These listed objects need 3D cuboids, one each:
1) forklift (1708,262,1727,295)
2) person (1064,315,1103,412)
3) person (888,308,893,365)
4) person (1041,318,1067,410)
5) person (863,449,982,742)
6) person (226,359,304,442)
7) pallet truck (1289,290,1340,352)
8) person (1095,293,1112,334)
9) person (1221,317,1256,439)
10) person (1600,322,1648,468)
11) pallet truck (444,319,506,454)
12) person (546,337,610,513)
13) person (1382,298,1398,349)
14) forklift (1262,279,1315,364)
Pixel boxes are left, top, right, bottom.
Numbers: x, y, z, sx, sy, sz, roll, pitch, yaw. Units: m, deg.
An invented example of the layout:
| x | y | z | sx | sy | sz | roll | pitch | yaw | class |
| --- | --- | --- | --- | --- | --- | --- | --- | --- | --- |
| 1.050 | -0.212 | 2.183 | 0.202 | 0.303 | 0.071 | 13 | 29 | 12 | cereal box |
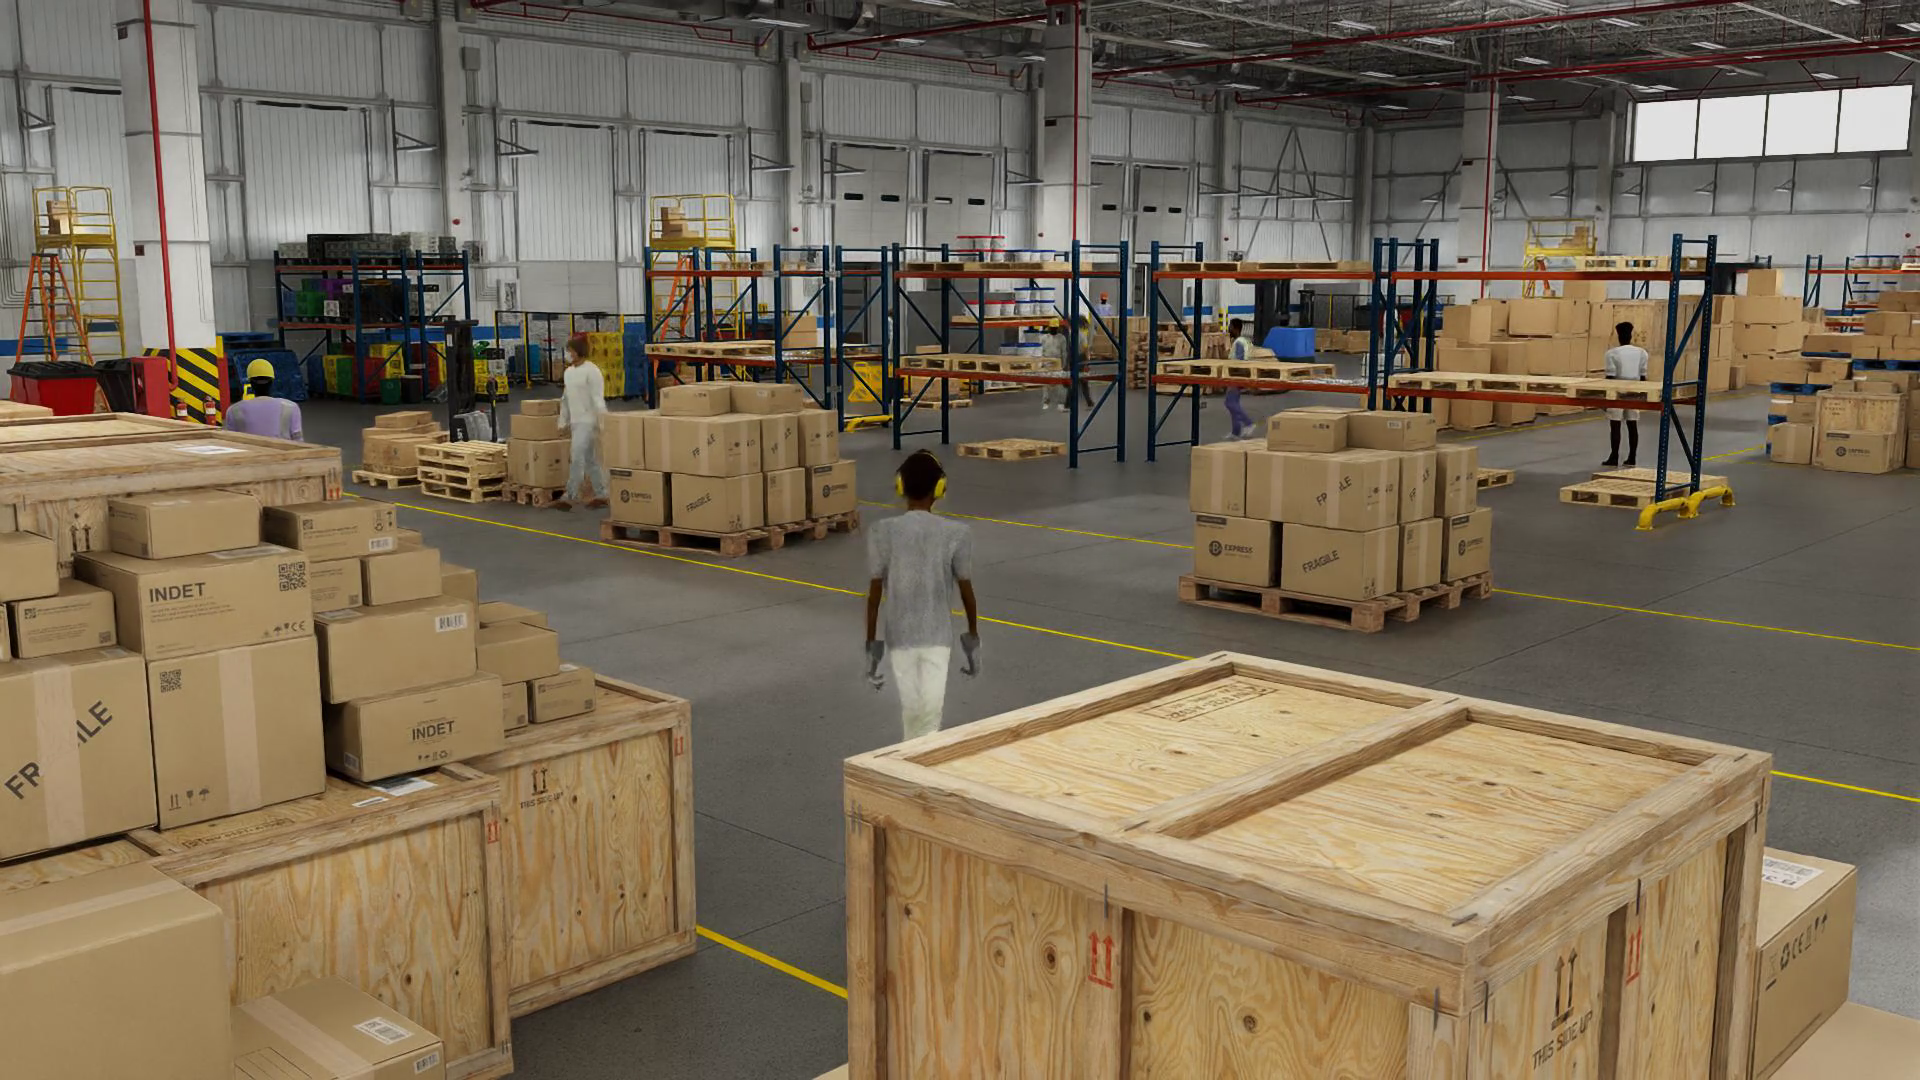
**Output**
| x | y | z | sx | sy | sz | roll | pitch | yaw | class |
| --- | --- | --- | --- | --- | --- | --- | --- | --- | --- |
| 20.259 | -6.061 | 44.709 | 1.873 | 2.768 | 1.129 | 7 | 12 | 37 | forklift |
| 2.313 | -3.261 | 30.849 | 0.904 | 1.791 | 0.586 | -2 | 10 | -13 | person |
| -1.832 | -5.288 | 43.792 | 0.314 | 1.634 | 0.516 | 3 | 10 | 17 | person |
| 1.766 | -3.320 | 31.415 | 0.486 | 1.737 | 0.322 | 2 | 10 | 13 | person |
| -0.180 | 0.491 | 7.788 | 0.532 | 1.827 | 0.966 | 1 | 9 | 8 | person |
| -5.754 | -0.541 | 13.826 | 0.589 | 1.915 | 0.396 | -3 | 10 | -15 | person |
| 11.297 | -6.951 | 52.861 | 1.885 | 1.965 | 0.823 | -5 | 11 | -29 | pallet truck |
| 4.422 | -6.660 | 51.302 | 0.543 | 1.929 | 0.384 | 0 | 9 | -3 | person |
| 4.306 | -2.500 | 25.852 | 0.443 | 1.903 | 0.631 | 1 | 9 | 6 | person |
| 8.842 | -1.931 | 22.201 | 0.608 | 1.958 | 0.400 | -1 | 9 | -9 | person |
| -6.981 | -1.942 | 22.150 | 1.885 | 1.965 | 0.823 | 1 | 9 | 9 | pallet truck |
| -4.218 | -1.244 | 18.163 | 0.934 | 1.899 | 0.641 | -8 | 12 | -41 | person |
| 11.742 | -5.690 | 45.477 | 0.337 | 1.882 | 0.584 | -3 | 10 | -16 | person |
| 8.560 | -6.090 | 44.881 | 1.873 | 2.768 | 1.129 | 9 | 13 | 43 | forklift |
